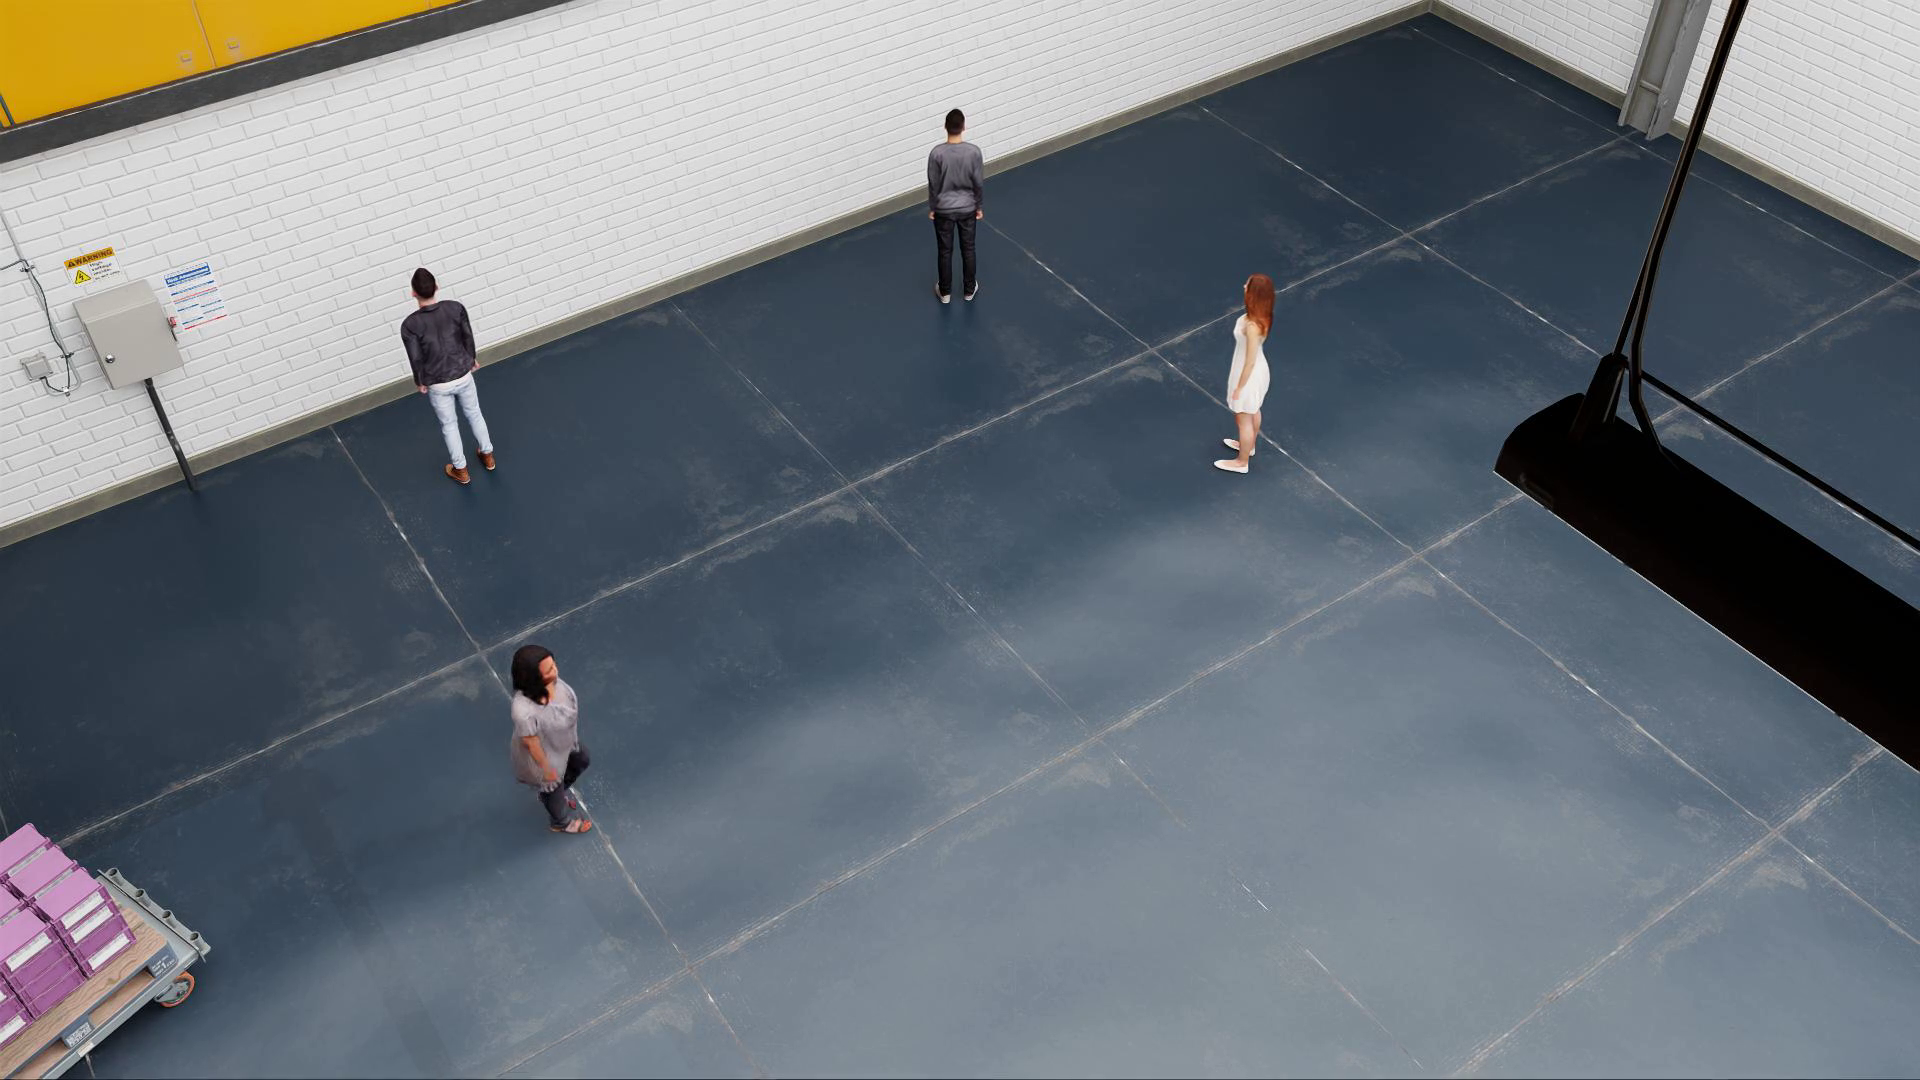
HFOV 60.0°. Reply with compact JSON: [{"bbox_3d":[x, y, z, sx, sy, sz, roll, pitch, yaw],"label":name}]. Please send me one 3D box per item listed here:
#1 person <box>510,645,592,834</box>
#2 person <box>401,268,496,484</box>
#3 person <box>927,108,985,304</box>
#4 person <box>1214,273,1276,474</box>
[{"bbox_3d":[-2.501,1.177,9.784,0.835,1.598,0.761,1,44,1],"label":"person"},{"bbox_3d":[-3.721,-1.194,12.100,0.671,1.836,0.572,-30,51,-28],"label":"person"},{"bbox_3d":[-0.040,-2.762,13.801,0.699,1.761,0.693,-5,44,-5],"label":"person"},{"bbox_3d":[2.128,-1.228,12.227,0.673,1.710,0.646,16,46,16],"label":"person"}]
